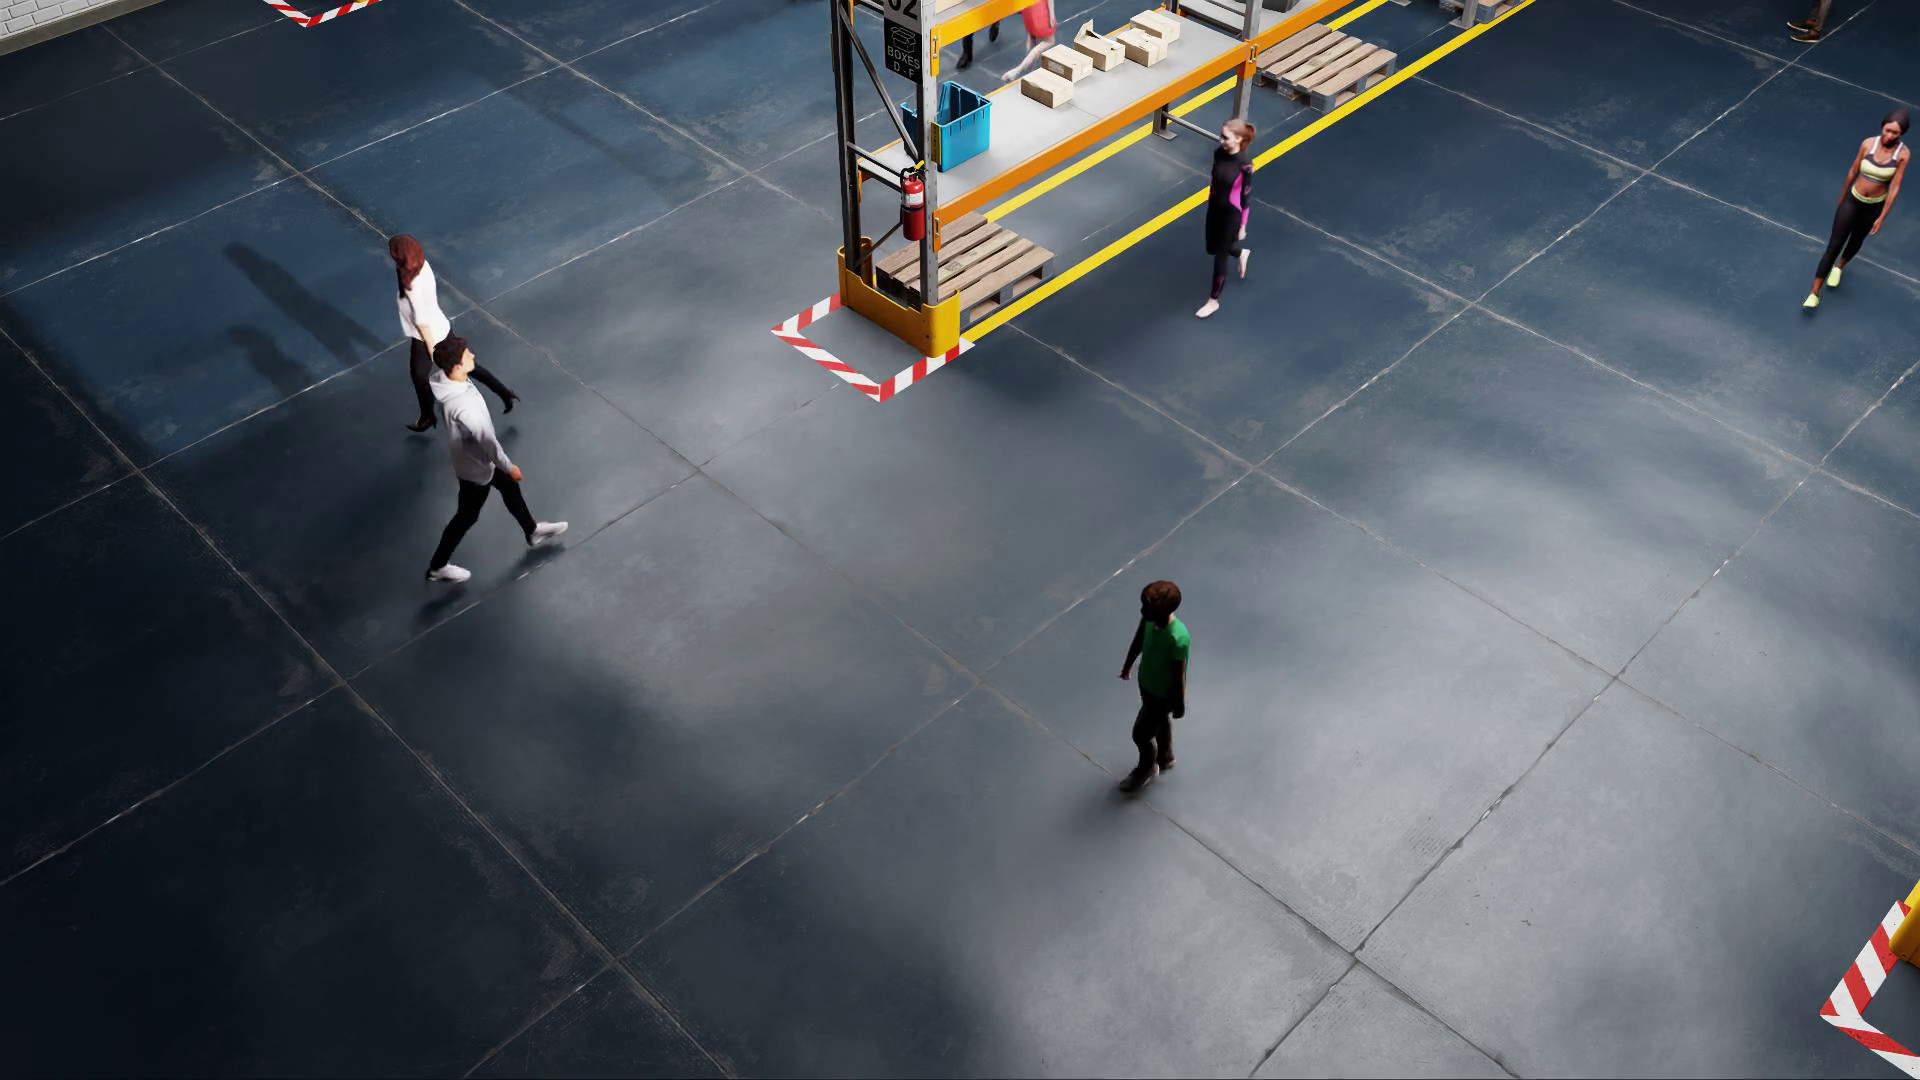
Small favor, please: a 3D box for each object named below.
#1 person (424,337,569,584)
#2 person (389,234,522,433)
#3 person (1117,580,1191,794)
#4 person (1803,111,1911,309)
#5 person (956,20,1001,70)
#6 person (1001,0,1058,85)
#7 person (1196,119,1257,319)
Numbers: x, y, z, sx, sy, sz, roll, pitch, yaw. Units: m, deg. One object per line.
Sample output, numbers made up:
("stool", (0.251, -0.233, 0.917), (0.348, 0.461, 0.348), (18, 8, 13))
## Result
("person", (-3.350, -0.475, 11.153), (1.362, 1.881, 0.989), (-18, 46, -18))
("person", (-3.817, -1.518, 12.333), (1.157, 1.764, 1.068), (-2, 44, -2))
("person", (1.273, 0.834, 9.954), (0.789, 1.639, 0.741), (-15, 46, -16))
("person", (7.452, -2.758, 13.677), (0.715, 1.705, 1.161), (25, 49, 24))
("person", (0.188, -5.710, 16.652), (0.901, 1.874, 1.142), (19, 47, 19))
("person", (0.673, -5.076, 16.033), (0.889, 1.812, 0.654), (-30, 51, -27))
("person", (2.225, -2.668, 13.565), (0.941, 1.729, 0.597), (-34, 53, -30))
